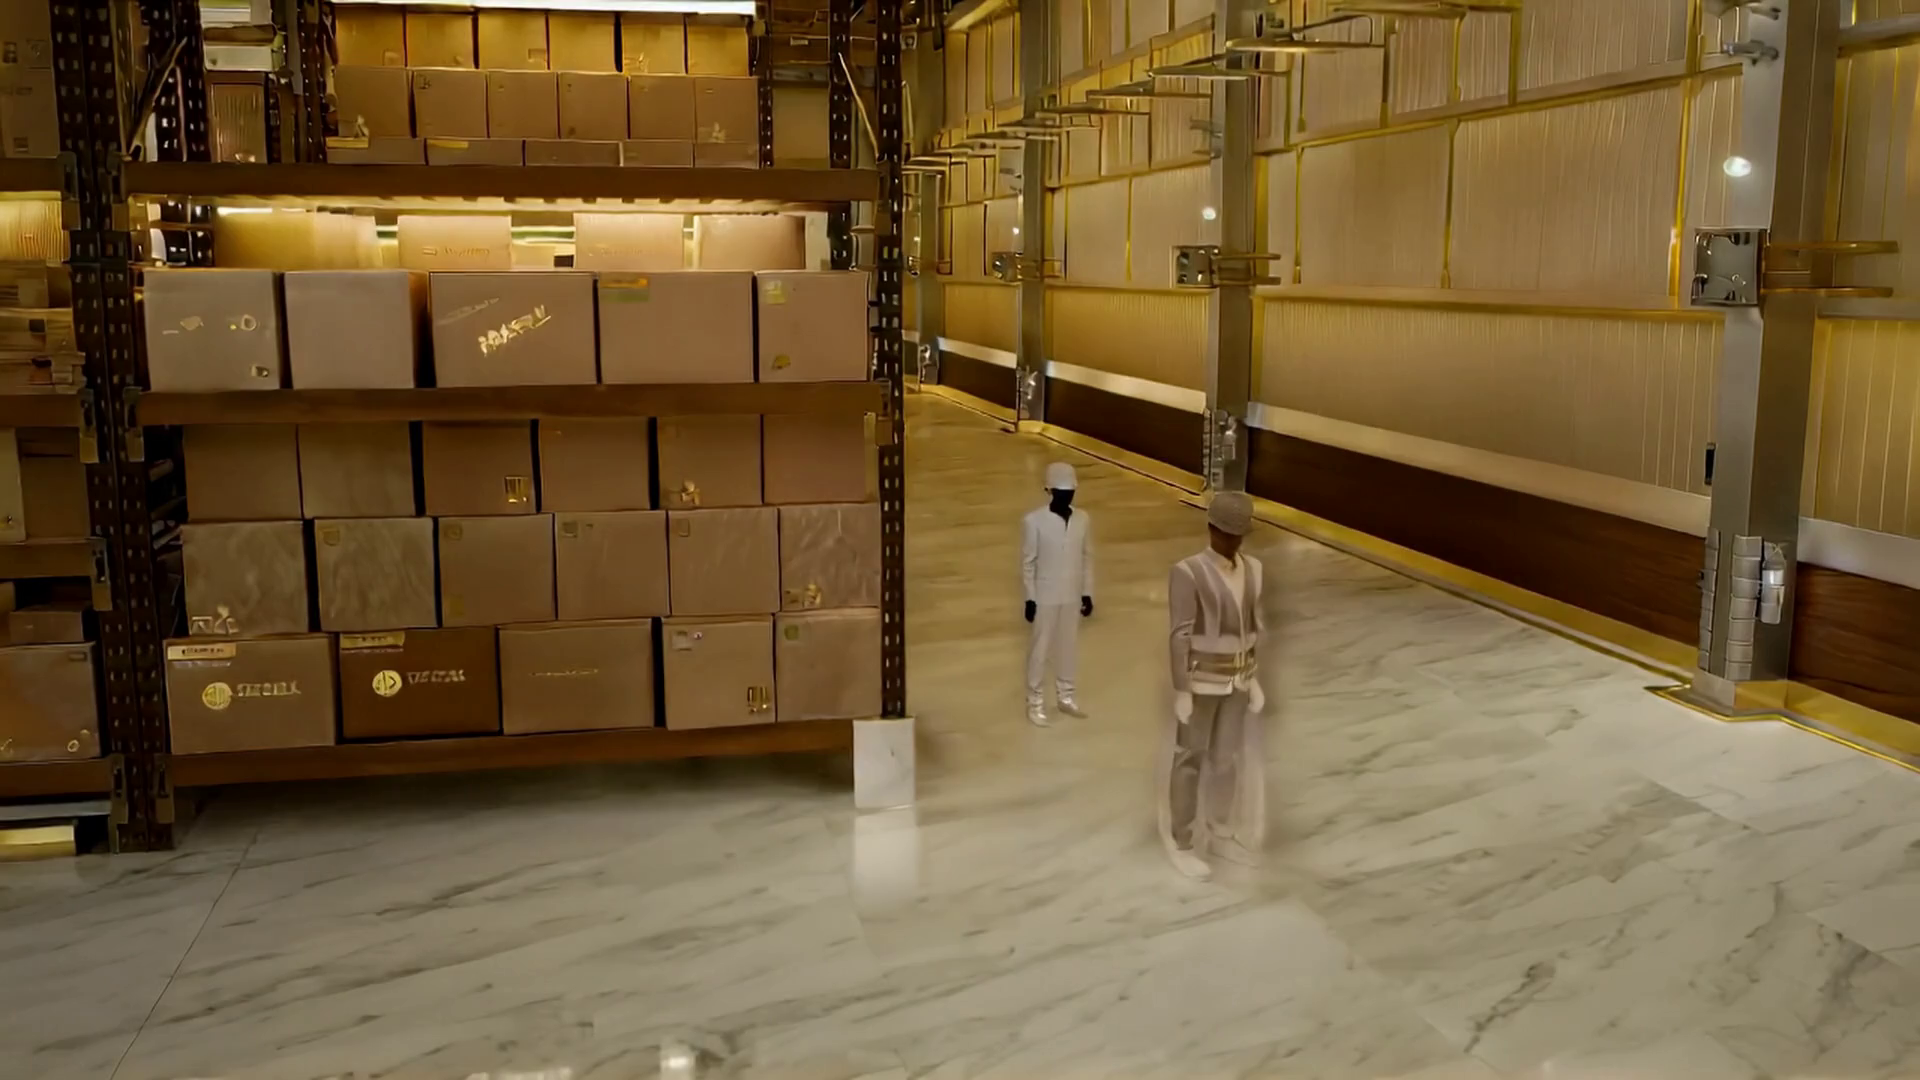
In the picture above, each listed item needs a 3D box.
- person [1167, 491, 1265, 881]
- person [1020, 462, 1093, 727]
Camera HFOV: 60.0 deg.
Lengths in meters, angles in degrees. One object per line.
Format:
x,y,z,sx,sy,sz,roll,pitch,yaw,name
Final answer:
1.290,0.711,8.328,0.602,1.940,0.402,-7,12,-36,person
0.659,0.351,11.085,0.560,1.752,0.326,-6,11,-34,person
